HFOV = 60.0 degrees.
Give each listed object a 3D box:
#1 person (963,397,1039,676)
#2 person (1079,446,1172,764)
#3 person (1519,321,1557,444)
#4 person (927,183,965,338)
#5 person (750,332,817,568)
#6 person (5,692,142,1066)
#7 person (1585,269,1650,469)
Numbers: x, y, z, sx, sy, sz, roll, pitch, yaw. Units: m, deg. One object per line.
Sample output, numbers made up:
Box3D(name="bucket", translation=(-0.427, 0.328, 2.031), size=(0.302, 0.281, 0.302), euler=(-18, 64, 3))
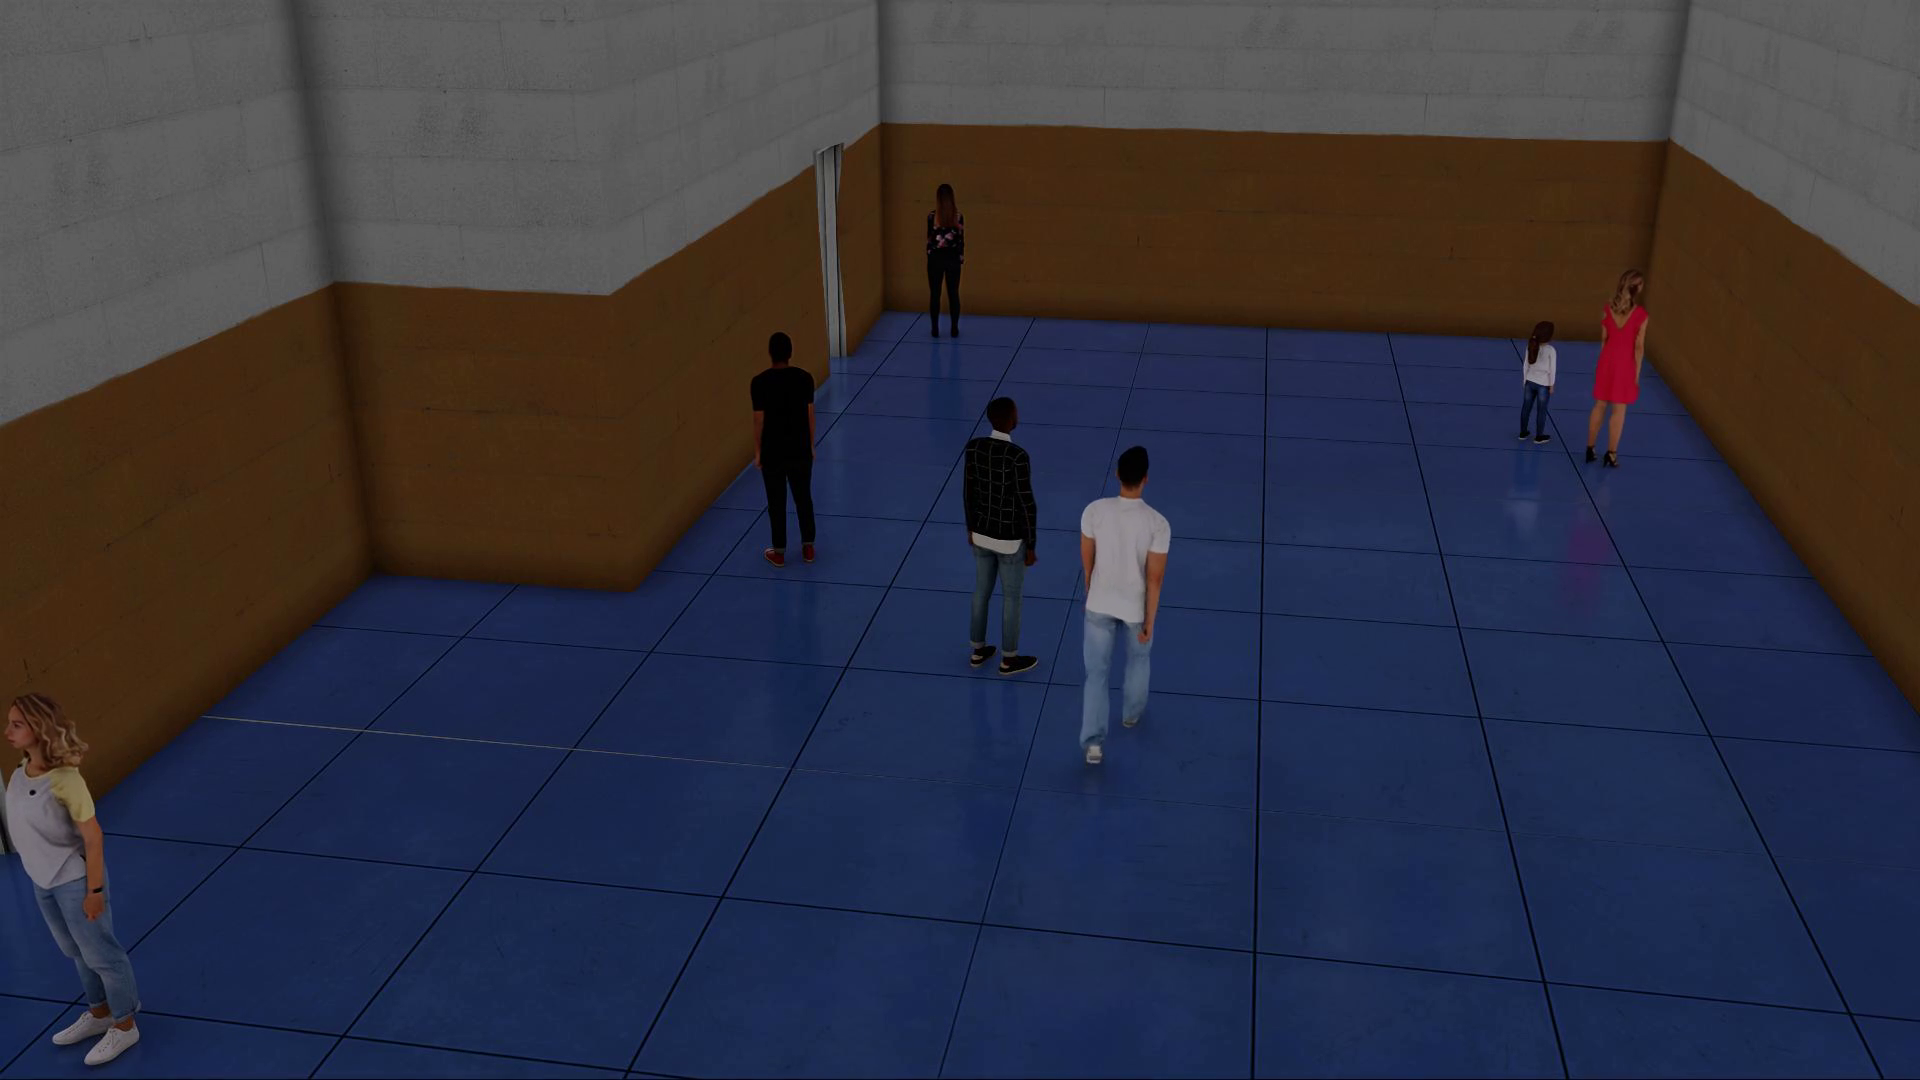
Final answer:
Box3D(name="person", translation=(0.241, -0.031, 10.539), size=(0.657, 1.821, 0.808), euler=(15, 26, 33))
Box3D(name="person", translation=(0.881, 0.412, 9.437), size=(1.124, 1.821, 0.741), euler=(5, 22, 11))
Box3D(name="person", translation=(5.216, -1.440, 15.000), size=(0.590, 1.110, 0.523), euler=(-19, 29, -39))
Box3D(name="person", translation=(-0.173, -3.075, 18.298), size=(0.519, 1.684, 0.667), euler=(-1, 22, -3))
Box3D(name="person", translation=(-1.280, -0.664, 12.201), size=(0.660, 1.758, 0.770), euler=(-7, 23, -18))
Box3D(name="person", translation=(-3.759, 1.420, 7.039), size=(0.630, 1.723, 0.763), euler=(14, 26, 32))
Box3D(name="person", translation=(5.622, -1.476, 14.269), size=(0.720, 1.722, 0.659), euler=(-15, 26, -32))
